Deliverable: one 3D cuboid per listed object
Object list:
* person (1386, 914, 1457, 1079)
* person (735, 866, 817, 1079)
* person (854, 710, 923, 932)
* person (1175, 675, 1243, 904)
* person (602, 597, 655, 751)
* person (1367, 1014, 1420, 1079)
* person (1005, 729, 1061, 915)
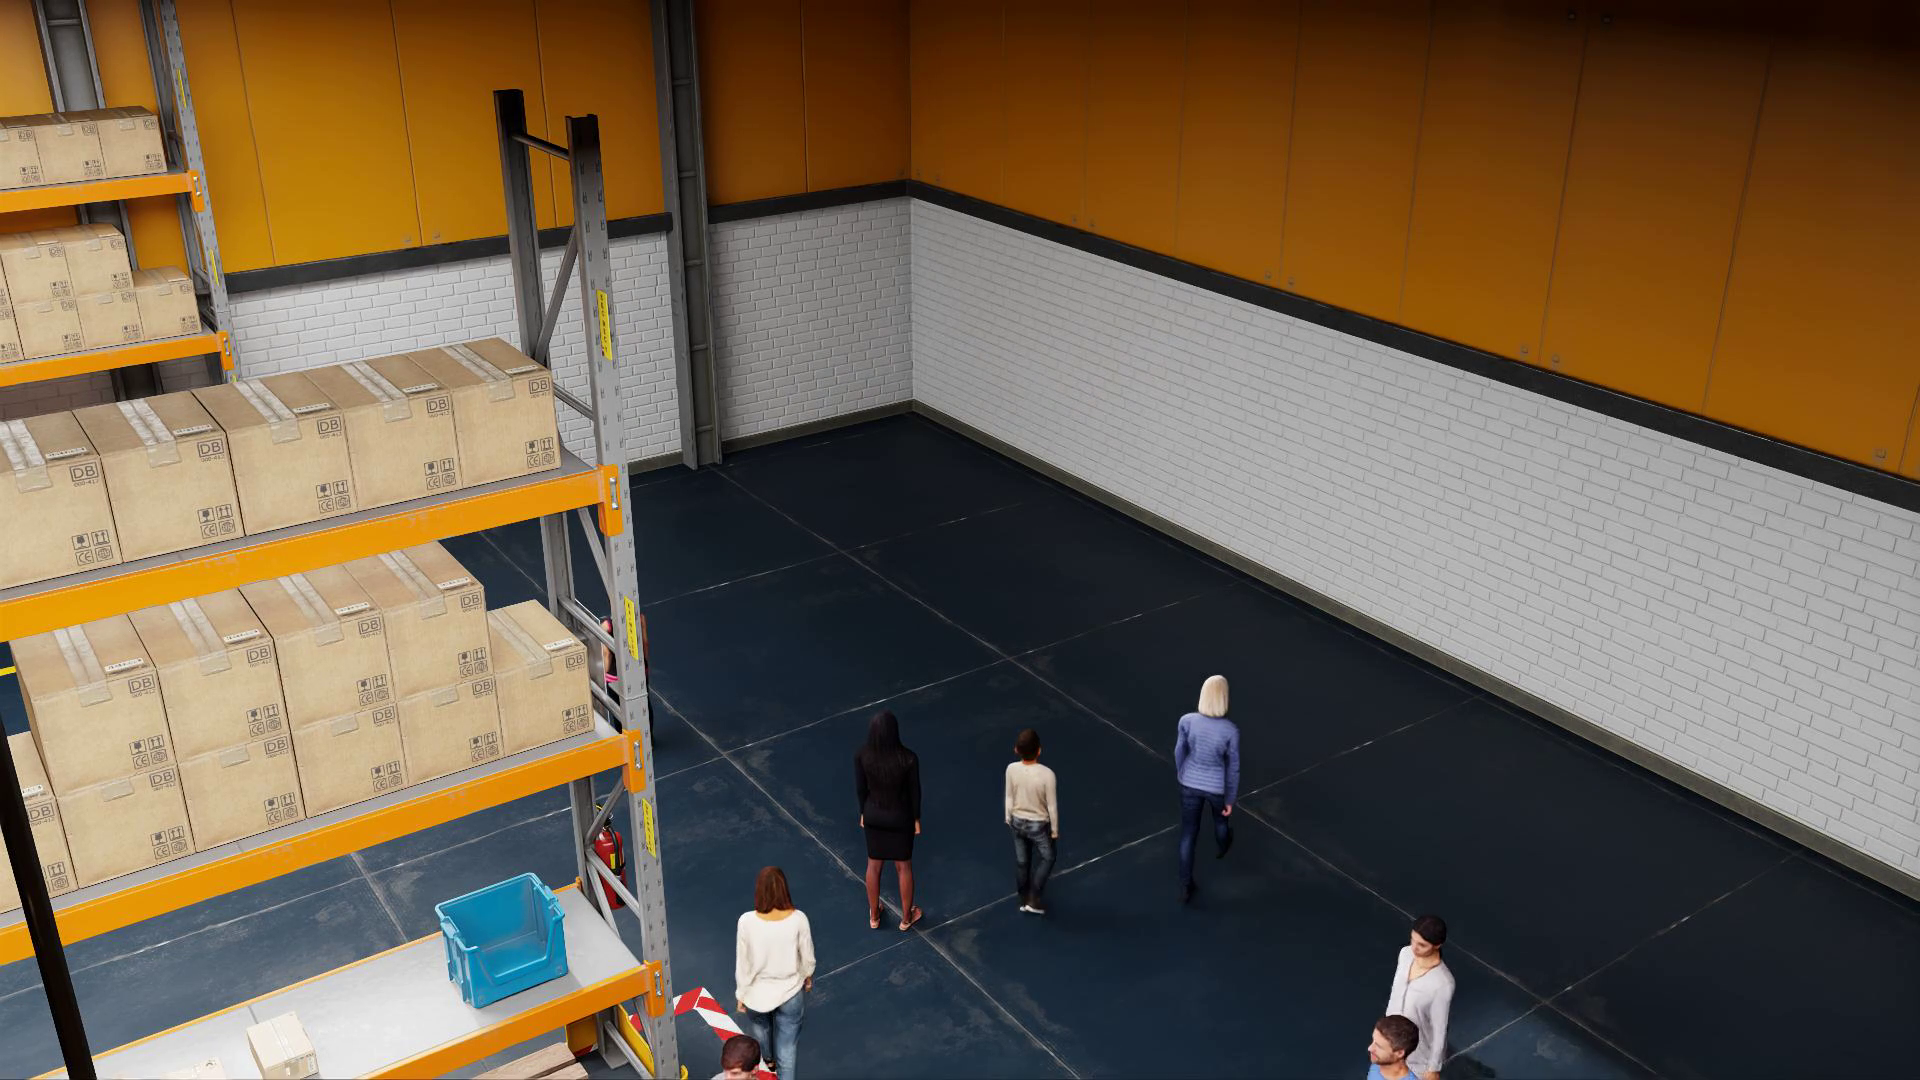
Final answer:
[{"bbox_3d":[2.647,2.845,9.413,0.856,1.755,0.687,-10,25,-21],"label":"person"},{"bbox_3d":[-1.096,2.736,9.794,1.004,1.650,0.981,-1,24,-3],"label":"person"},{"bbox_3d":[-0.495,1.934,11.542,0.676,1.720,0.731,5,24,10],"label":"person"},{"bbox_3d":[1.724,1.808,11.862,1.045,1.695,1.186,8,25,18],"label":"person"},{"bbox_3d":[-2.752,1.060,13.751,0.464,1.552,0.610,-13,27,-27],"label":"person"},{"bbox_3d":[2.269,3.203,8.484,1.273,1.844,0.900,-7,25,-15],"label":"person"},{"bbox_3d":[0.480,2.021,11.669,0.719,1.458,0.777,9,25,20],"label":"person"}]
